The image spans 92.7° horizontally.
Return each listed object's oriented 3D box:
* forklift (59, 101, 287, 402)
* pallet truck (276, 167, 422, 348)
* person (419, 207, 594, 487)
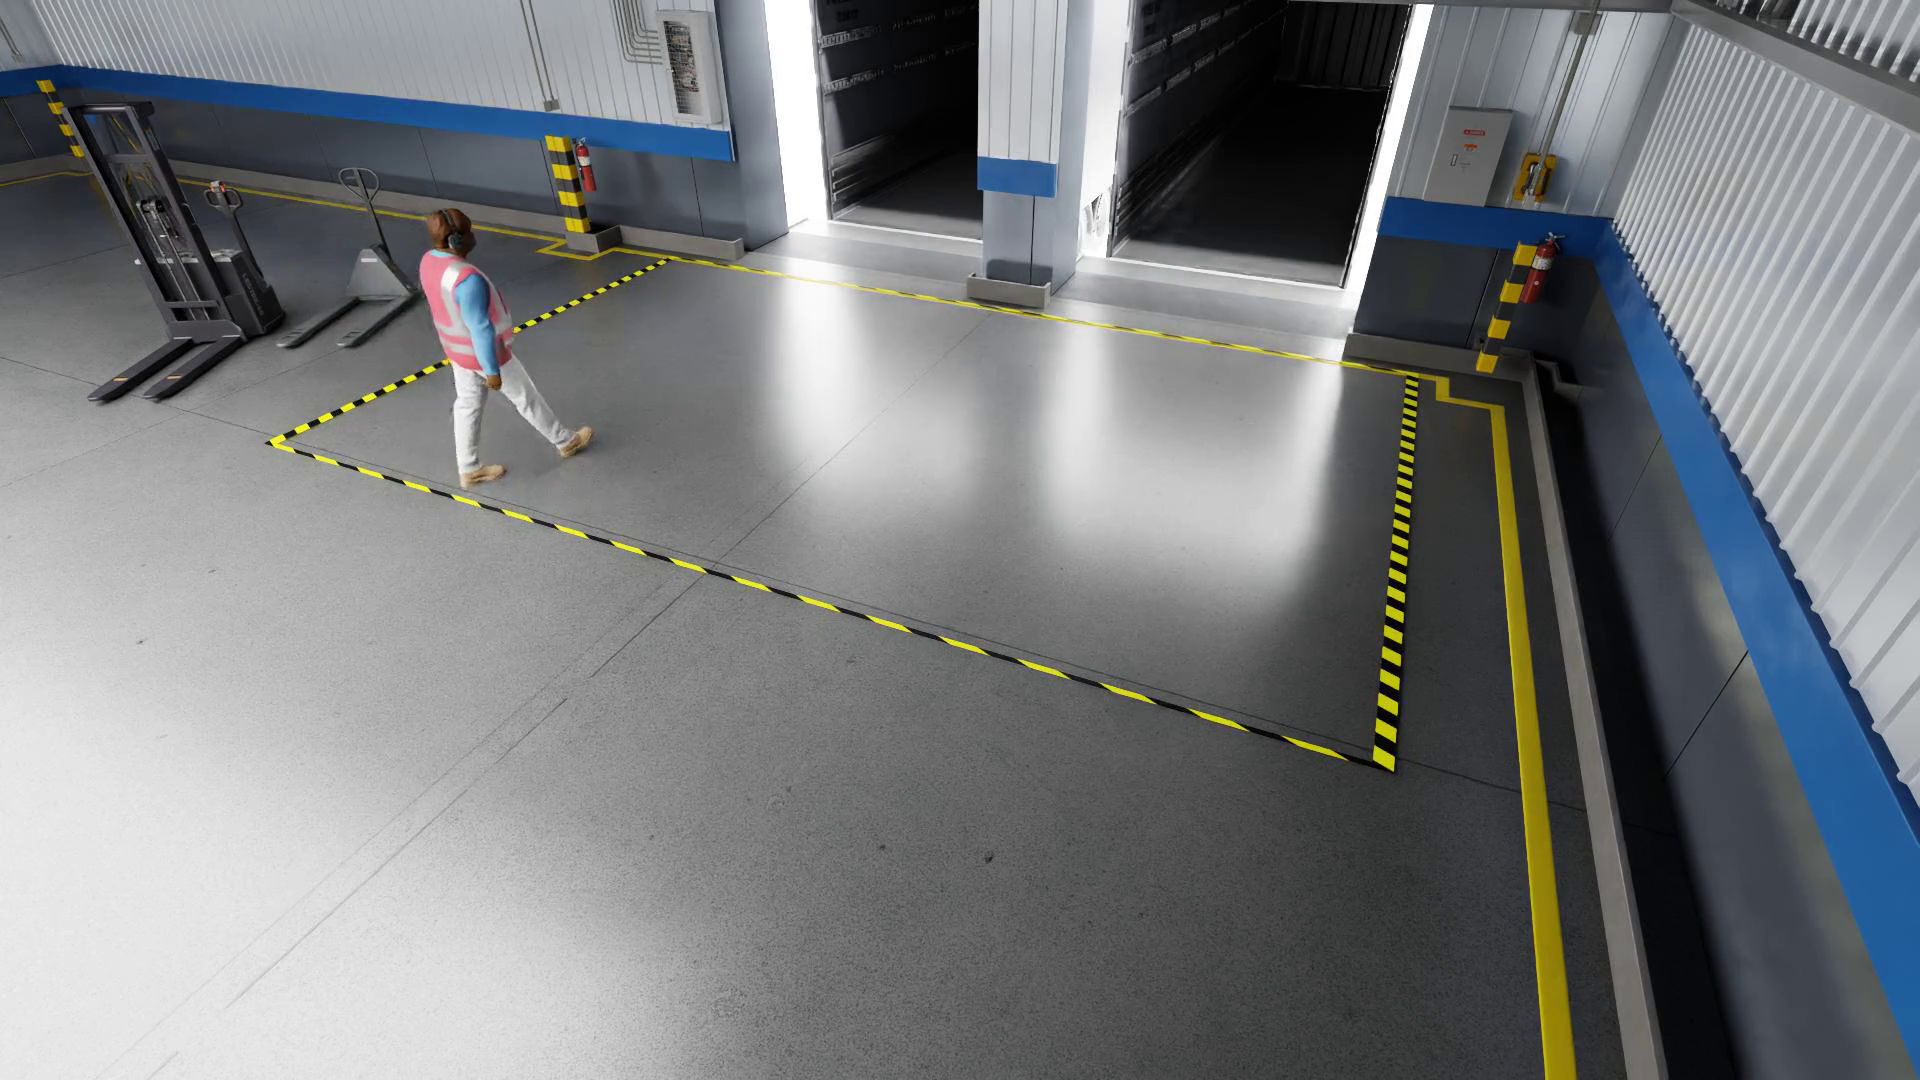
[{"bbox_3d":[-6.686,-2.387,7.434,0.823,1.965,1.885,-3,35,-5],"label":"forklift"},{"bbox_3d":[-5.732,-2.611,8.414,0.680,1.201,1.601,-1,35,-1],"label":"pallet truck"},{"bbox_3d":[-3.054,-1.269,6.006,0.652,1.788,0.944,25,42,32],"label":"person"}]
